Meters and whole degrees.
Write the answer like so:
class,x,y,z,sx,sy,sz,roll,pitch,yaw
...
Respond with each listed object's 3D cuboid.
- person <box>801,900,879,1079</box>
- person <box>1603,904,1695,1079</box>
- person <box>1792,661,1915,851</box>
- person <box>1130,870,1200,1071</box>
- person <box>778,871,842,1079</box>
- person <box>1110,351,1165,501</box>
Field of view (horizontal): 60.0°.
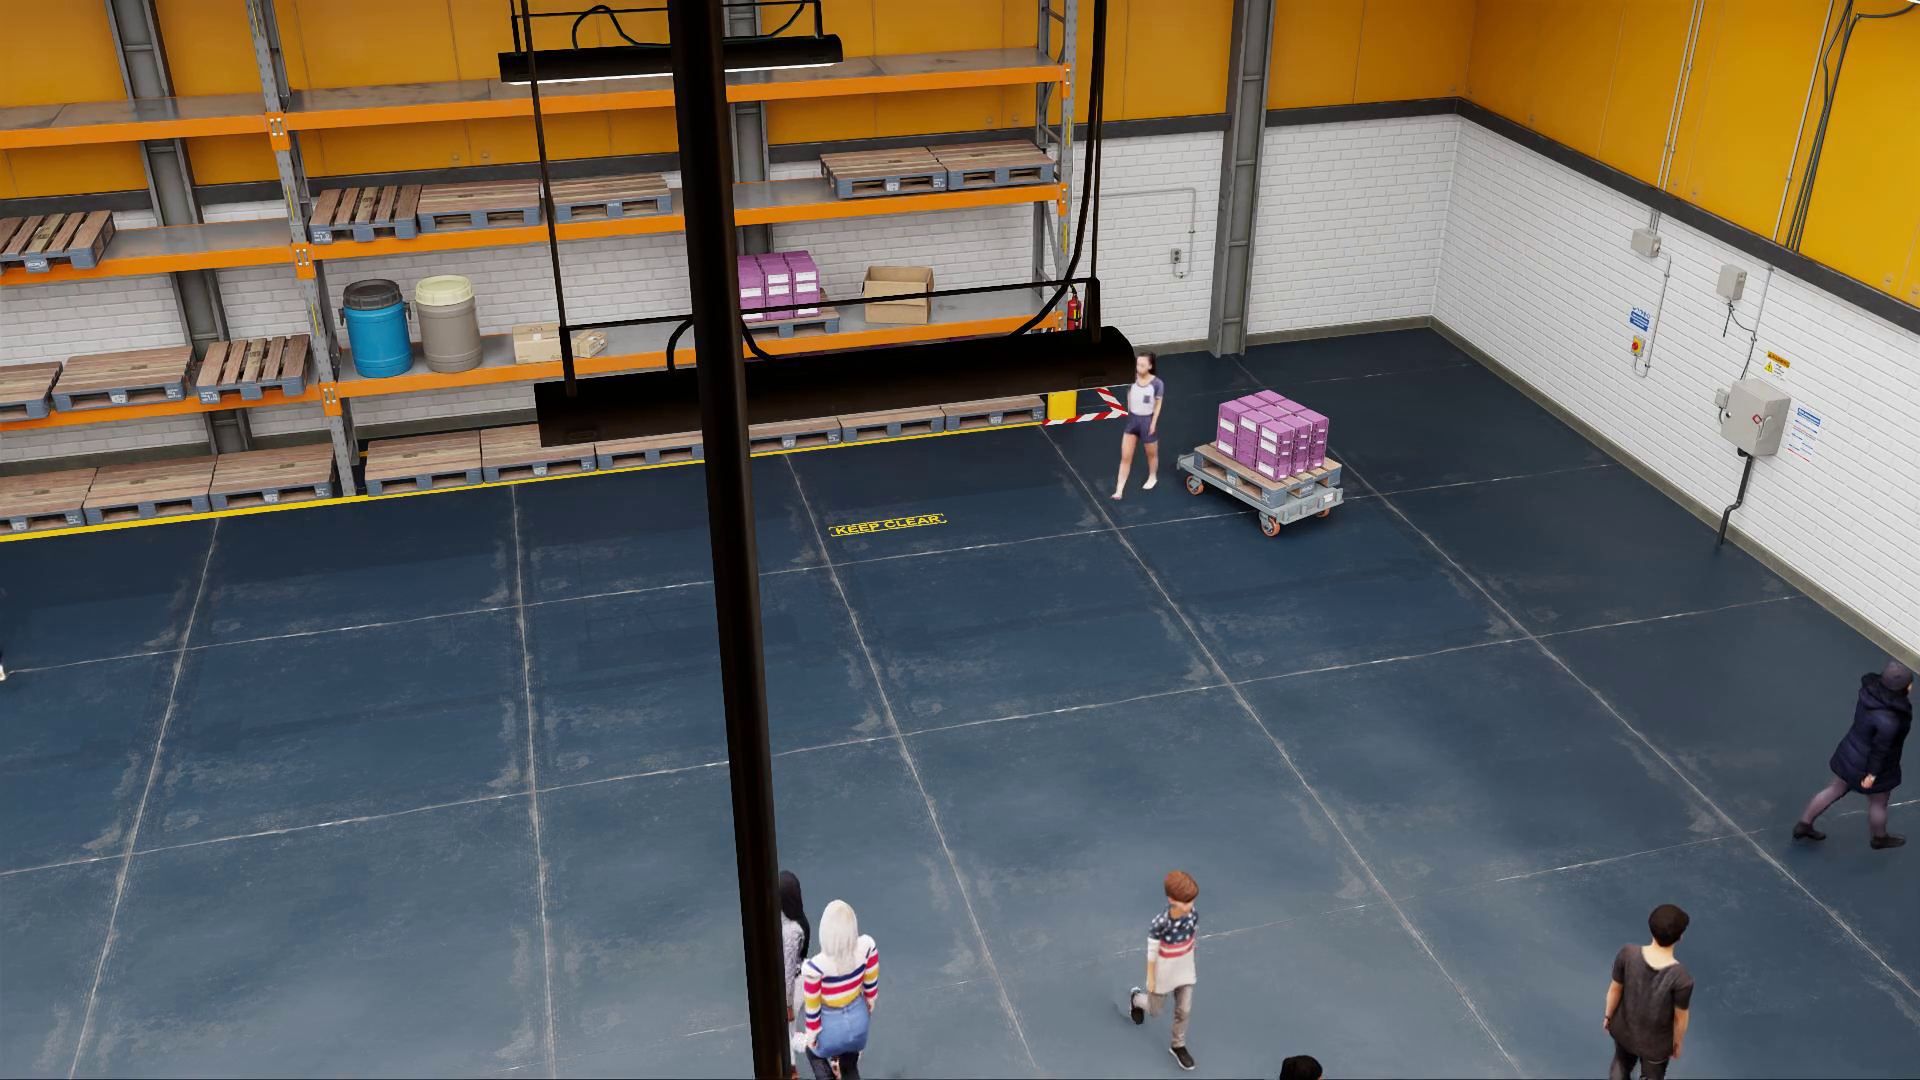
class,x,y,z,sx,sy,sz,roll,pitch,yaw
person,-0.670,2.898,9.800,0.627,1.798,0.781,-15,32,-26
person,4.033,2.916,9.870,0.992,1.700,0.843,-23,36,-36
person,6.668,1.620,12.313,1.132,1.634,0.866,1,29,3
person,1.313,2.683,10.579,0.803,1.429,0.675,-13,31,-23
person,-0.974,2.726,10.205,0.836,1.711,0.622,-6,29,-10
person,1.973,-1.215,17.540,1.013,1.606,1.096,17,33,28
